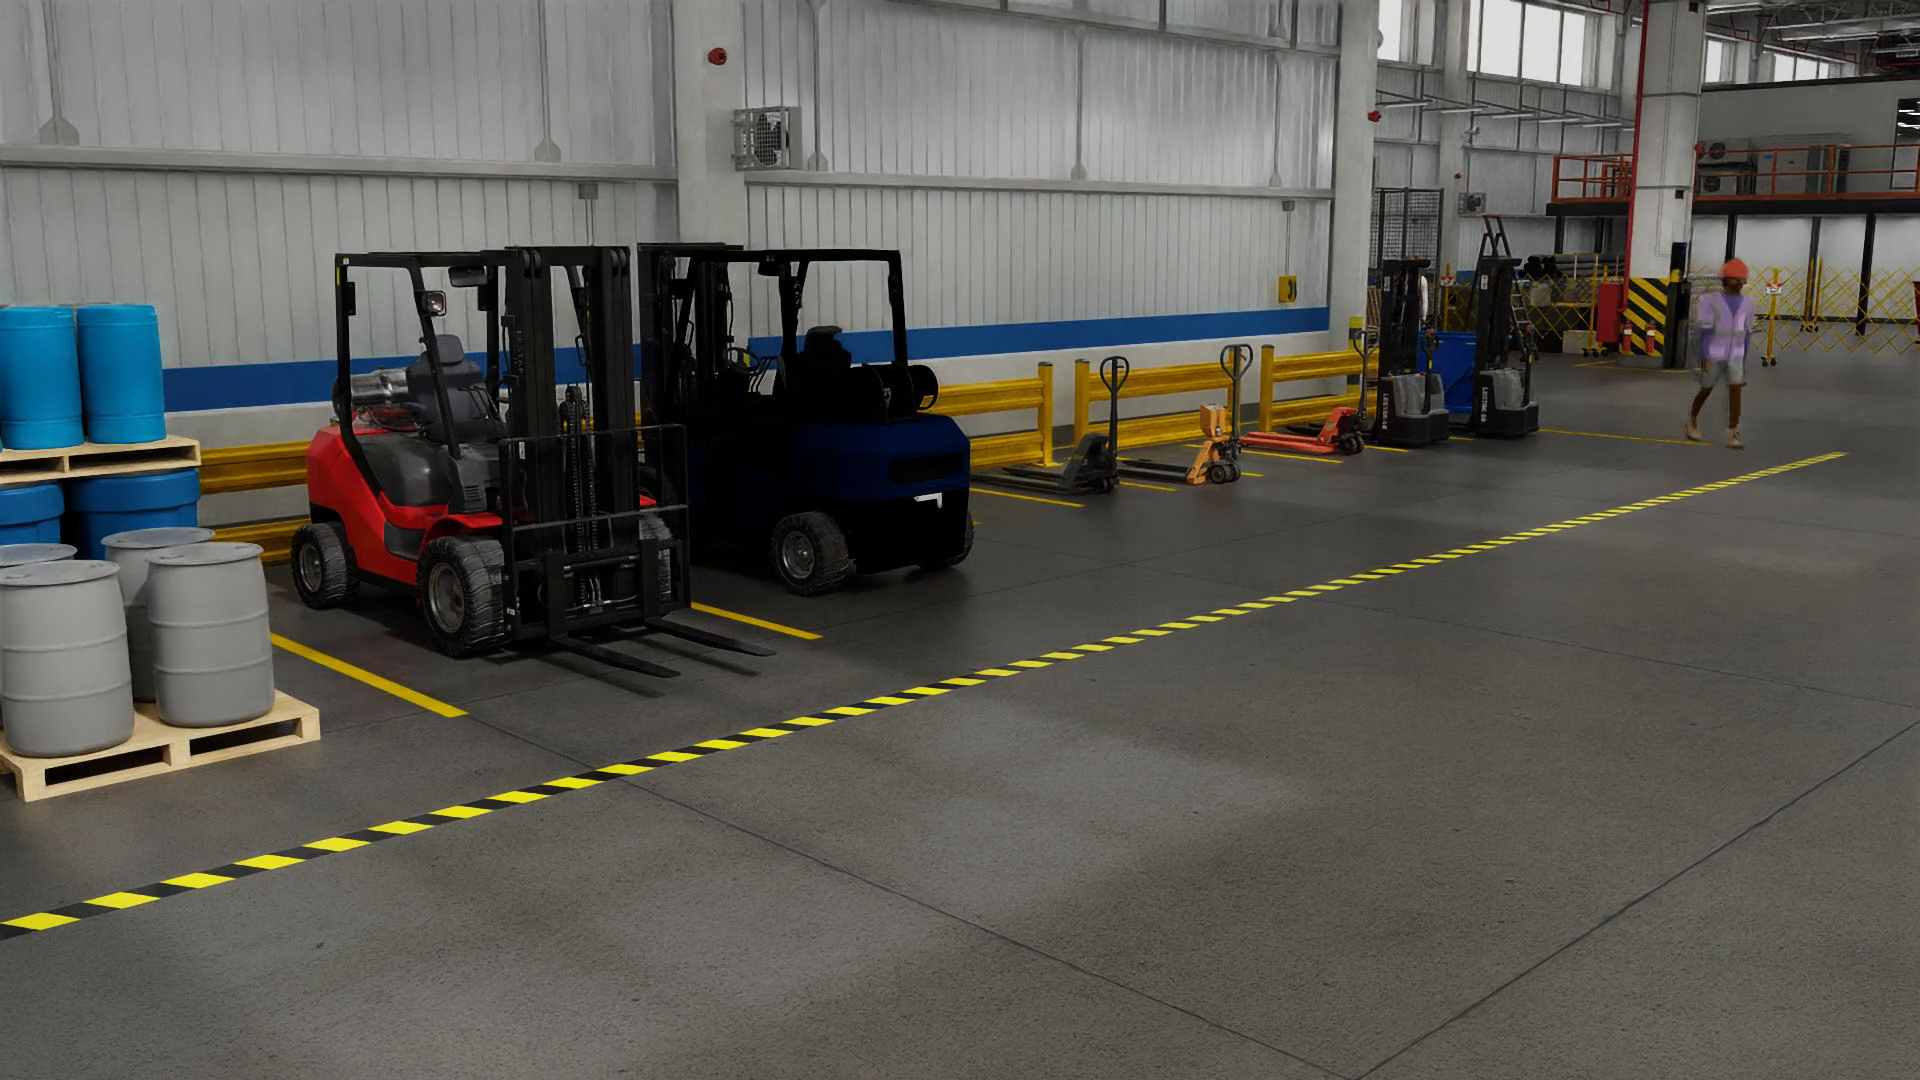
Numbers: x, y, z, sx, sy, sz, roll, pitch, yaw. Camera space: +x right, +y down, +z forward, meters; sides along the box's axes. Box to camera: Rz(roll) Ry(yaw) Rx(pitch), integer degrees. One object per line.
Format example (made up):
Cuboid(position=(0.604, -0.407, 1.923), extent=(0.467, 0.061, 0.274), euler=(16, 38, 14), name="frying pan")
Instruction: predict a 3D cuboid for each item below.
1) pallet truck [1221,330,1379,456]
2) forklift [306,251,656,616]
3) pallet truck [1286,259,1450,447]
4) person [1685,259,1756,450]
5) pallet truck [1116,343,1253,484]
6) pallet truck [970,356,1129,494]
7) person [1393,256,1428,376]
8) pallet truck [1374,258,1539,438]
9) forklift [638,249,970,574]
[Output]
Cuboid(position=(3.563, -1.581, 17.381), extent=(0.653, 1.274, 1.630), euler=(-10, 14, -44), name="pallet truck")
Cuboid(position=(-2.833, -0.669, 9.694), extent=(1.157, 1.987, 2.680), euler=(-10, 14, -44), name="forklift")
Cuboid(position=(4.493, -2.078, 18.196), extent=(0.823, 1.965, 1.885), euler=(-9, 14, -40), name="pallet truck")
Cuboid(position=(8.141, -1.997, 17.768), extent=(0.605, 2.009, 1.038), euler=(0, 10, 1), name="person")
Cuboid(position=(1.962, -1.215, 15.415), extent=(1.522, 1.261, 0.704), euler=(10, 14, 43), name="pallet truck")
Cuboid(position=(0.784, -1.085, 14.876), extent=(0.680, 1.201, 1.601), euler=(-10, 14, -44), name="pallet truck")
Cuboid(position=(7.138, -3.576, 26.613), extent=(0.643, 1.908, 0.399), euler=(4, 11, 19), name="person")
Cuboid(position=(5.704, -2.208, 18.901), extent=(1.885, 1.965, 0.823), euler=(10, 14, 43), name="pallet truck")
Cuboid(position=(-1.173, -0.958, 11.239), extent=(2.680, 1.987, 1.157), euler=(10, 14, 43), name="forklift")
